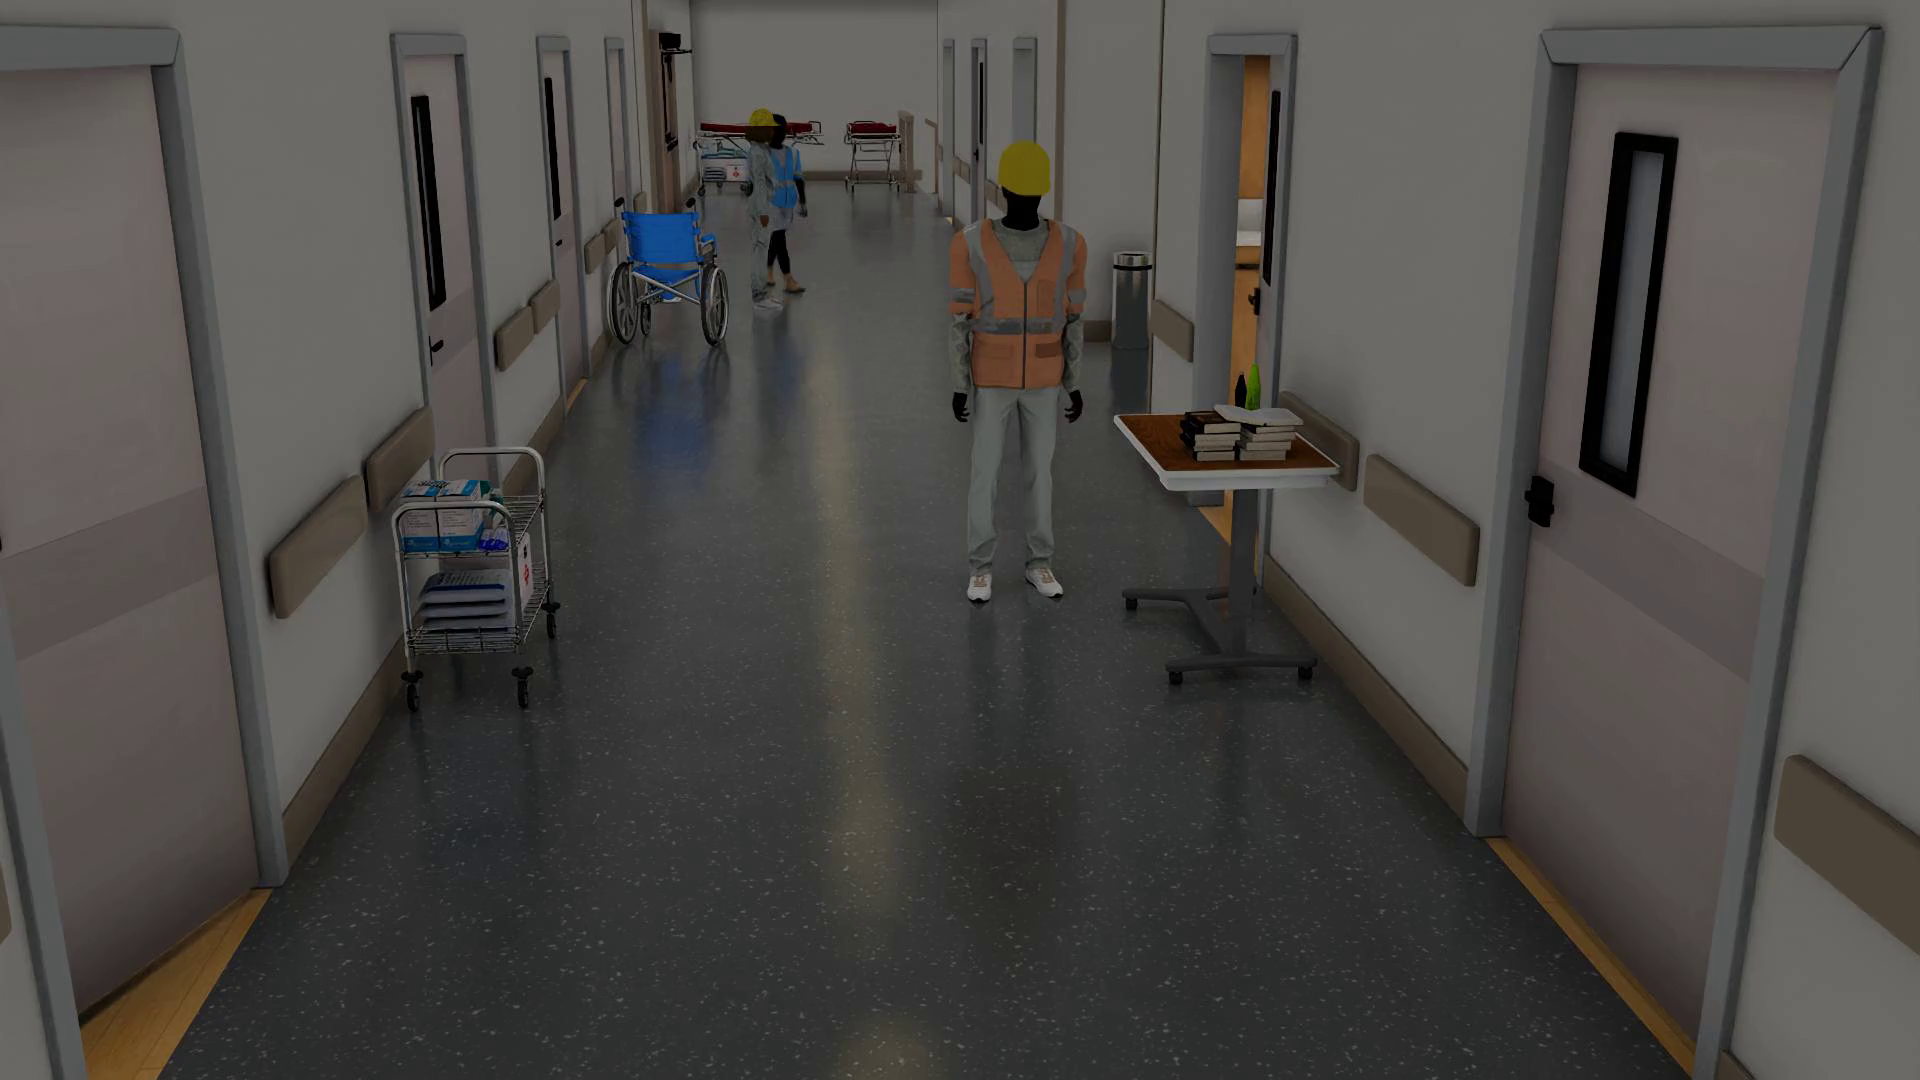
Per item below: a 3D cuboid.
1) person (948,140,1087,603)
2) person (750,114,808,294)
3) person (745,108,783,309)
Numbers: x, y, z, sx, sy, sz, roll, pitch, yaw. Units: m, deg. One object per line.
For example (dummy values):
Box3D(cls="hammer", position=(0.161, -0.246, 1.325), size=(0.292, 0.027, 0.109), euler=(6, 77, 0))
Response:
Box3D(cls="person", position=(0.245, -0.688, 6.953), size=(0.585, 1.921, 0.373), euler=(-3, 17, -10))
Box3D(cls="person", position=(-1.740, -3.212, 15.852), size=(0.543, 1.654, 0.862), euler=(-14, 21, -38))
Box3D(cls="person", position=(-1.735, -2.933, 14.761), size=(0.295, 1.744, 0.491), euler=(-2, 17, -7))
